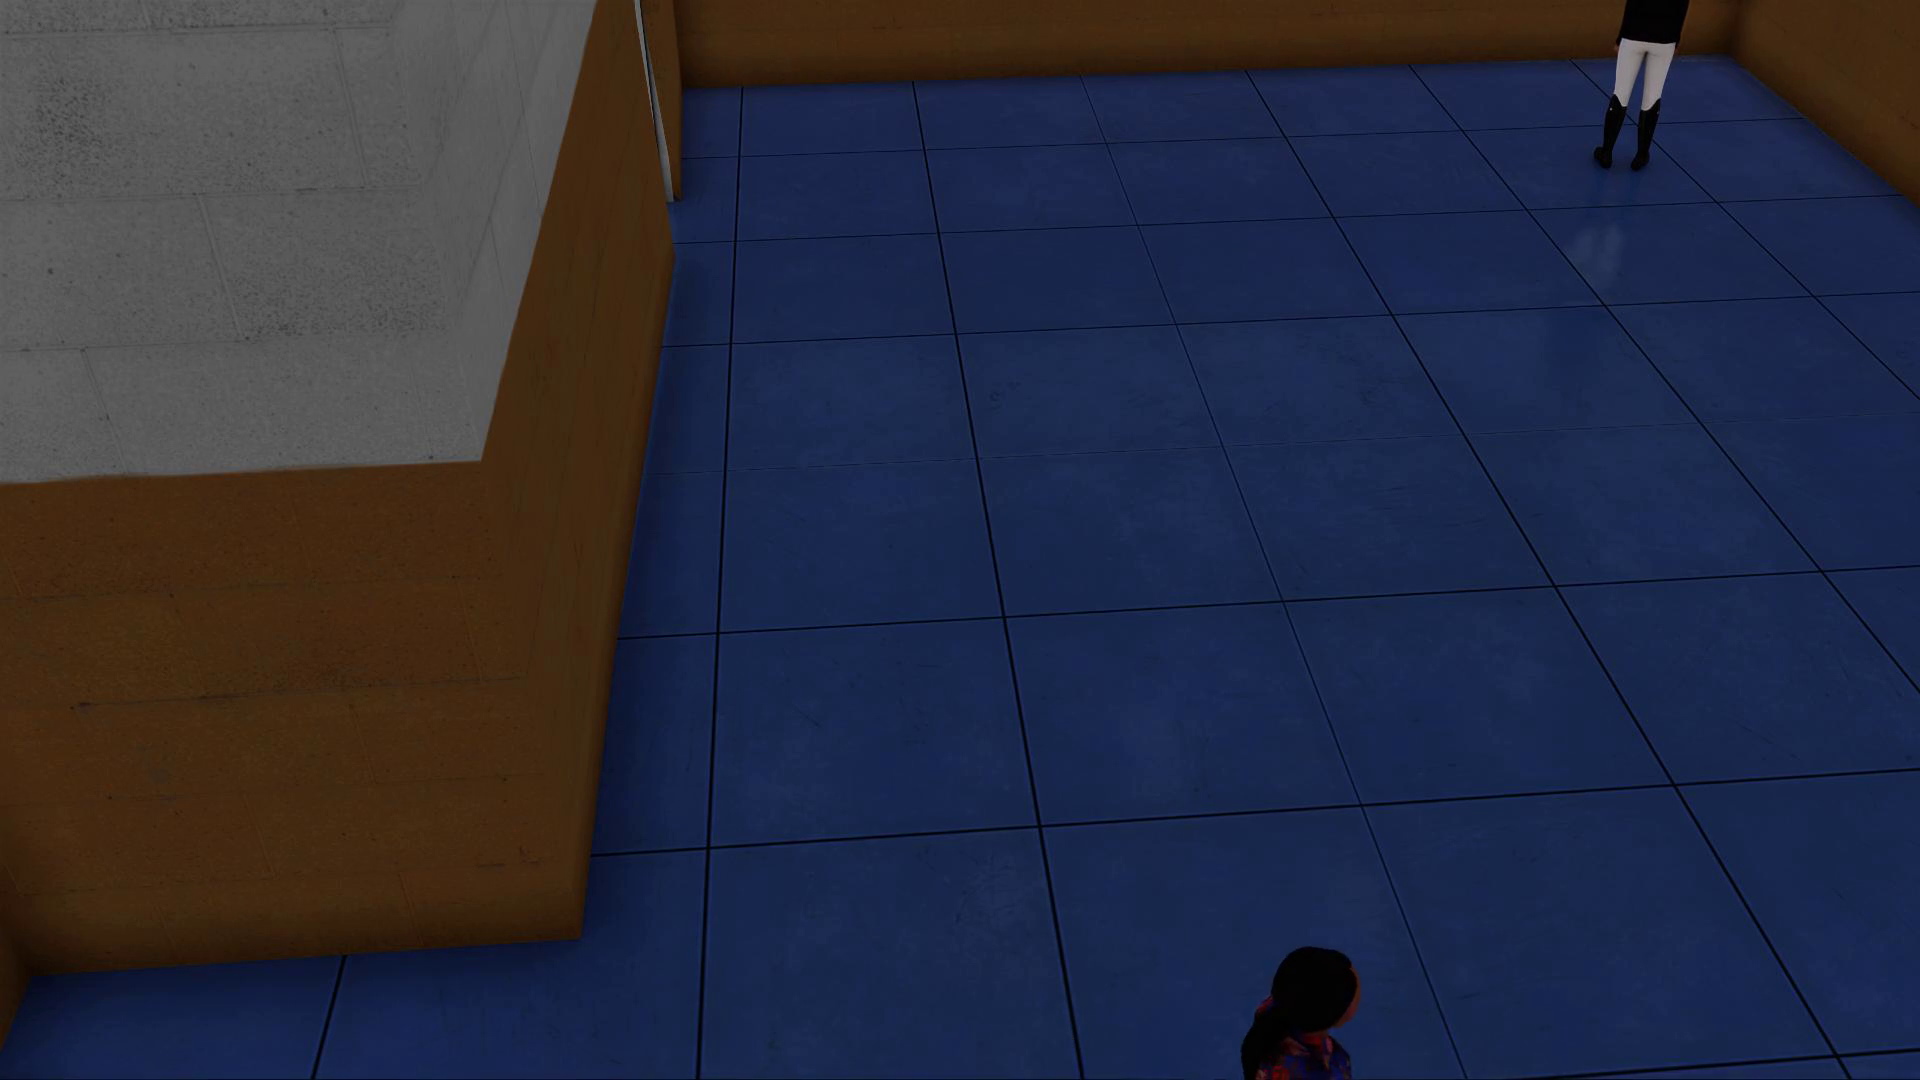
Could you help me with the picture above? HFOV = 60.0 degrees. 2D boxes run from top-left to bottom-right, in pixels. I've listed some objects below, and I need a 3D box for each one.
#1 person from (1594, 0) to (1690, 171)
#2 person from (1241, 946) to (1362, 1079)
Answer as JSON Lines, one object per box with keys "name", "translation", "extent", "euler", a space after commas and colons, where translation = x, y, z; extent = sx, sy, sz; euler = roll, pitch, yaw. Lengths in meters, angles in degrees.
{"name": "person", "translation": [4.671, -3.367, 11.308], "extent": [0.607, 1.729, 0.715], "euler": [11, 38, 14]}
{"name": "person", "translation": [0.783, 1.730, 4.535], "extent": [0.830, 1.725, 0.638], "euler": [-7, 37, -9]}
